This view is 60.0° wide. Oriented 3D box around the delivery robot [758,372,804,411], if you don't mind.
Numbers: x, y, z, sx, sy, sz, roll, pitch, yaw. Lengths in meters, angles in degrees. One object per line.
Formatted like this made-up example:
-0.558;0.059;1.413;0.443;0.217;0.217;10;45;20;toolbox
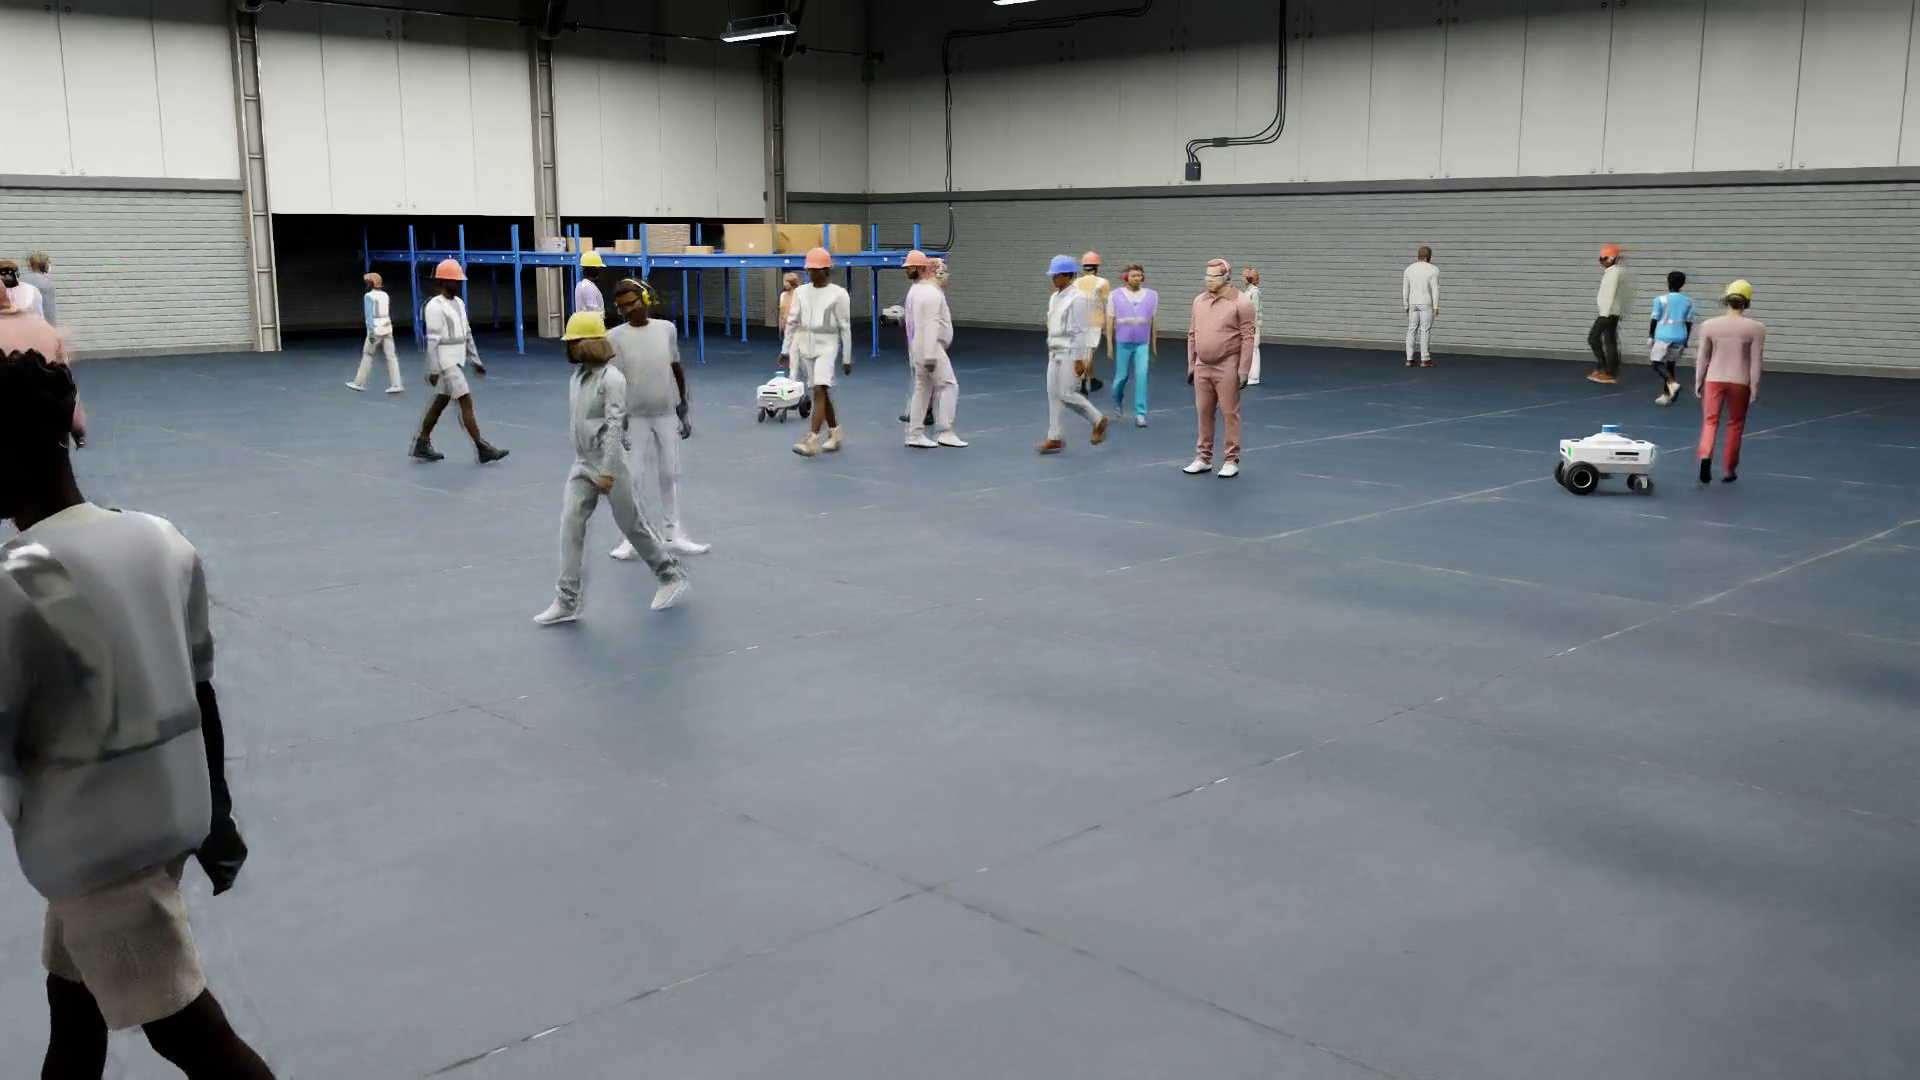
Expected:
-2.071;-1.703;19.230;0.477;0.478;0.707;3;11;15;delivery robot

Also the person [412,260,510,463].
-4.745;-1.666;15.549;0.989;1.891;0.563;1;10;5;person

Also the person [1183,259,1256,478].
2.259;-1.512;14.644;0.651;1.904;0.401;10;14;42;person

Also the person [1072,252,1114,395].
1.749;-2.908;22.329;0.546;1.890;1.014;5;12;27;person

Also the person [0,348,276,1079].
-1.676;0.580;3.267;1.021;1.909;0.626;1;10;5;person

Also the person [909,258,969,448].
-0.194;-1.851;16.546;0.728;1.879;0.670;-2;11;-10;person

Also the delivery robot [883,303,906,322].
-1.472;-5.304;38.866;0.477;0.478;0.707;-10;14;-44;delivery robot

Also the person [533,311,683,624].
-1.951;-0.421;9.243;0.496;1.704;0.875;9;13;39;person

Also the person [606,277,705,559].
-1.999;-0.799;10.962;0.653;1.838;0.341;-5;12;-26;person

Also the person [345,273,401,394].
-7.869;-2.768;22.293;0.823;1.595;0.547;3;11;18;person

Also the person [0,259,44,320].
-10.525;-2.191;18.520;0.633;1.843;0.429;-6;12;-29;person

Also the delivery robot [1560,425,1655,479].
5.380;-0.713;13.829;0.707;0.478;0.477;2;11;9;delivery robot

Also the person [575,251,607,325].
-4.212;-2.336;19.075;0.367;1.927;0.587;-5;11;-25;person

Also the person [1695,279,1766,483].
6.534;-1.344;14.166;0.530;1.737;0.757;7;12;32;person

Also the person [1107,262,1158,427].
1.926;-2.214;18.725;0.574;1.824;0.772;-1;10;-5;person

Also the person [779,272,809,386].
-2.247;-2.882;22.899;0.521;1.607;0.733;9;14;41;person

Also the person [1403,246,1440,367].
7.485;-3.791;26.975;0.354;1.938;0.635;-10;14;-44;person

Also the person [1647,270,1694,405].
8.836;-2.493;20.609;0.539;1.676;0.612;-2;11;-8;person

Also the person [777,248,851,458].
-1.384;-1.812;16.076;0.622;1.992;1.018;6;12;29;person

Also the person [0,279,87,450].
-5.754;-0.687;10.244;0.557;1.869;0.663;3;11;17;person

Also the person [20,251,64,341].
-11.561;-2.656;20.849;0.636;1.917;0.716;6;12;31;person

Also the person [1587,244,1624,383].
9.273;-3.260;23.972;0.548;1.975;0.651;2;11;13;person

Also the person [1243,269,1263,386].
4.127;-3.016;23.581;0.315;1.636;0.515;0;10;-2;person

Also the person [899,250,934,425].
-0.474;-2.272;18.696;0.368;1.939;0.542;-4;11;-21;person

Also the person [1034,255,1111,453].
1.083;-1.816;16.237;0.671;1.925;0.616;-5;11;-23;person
